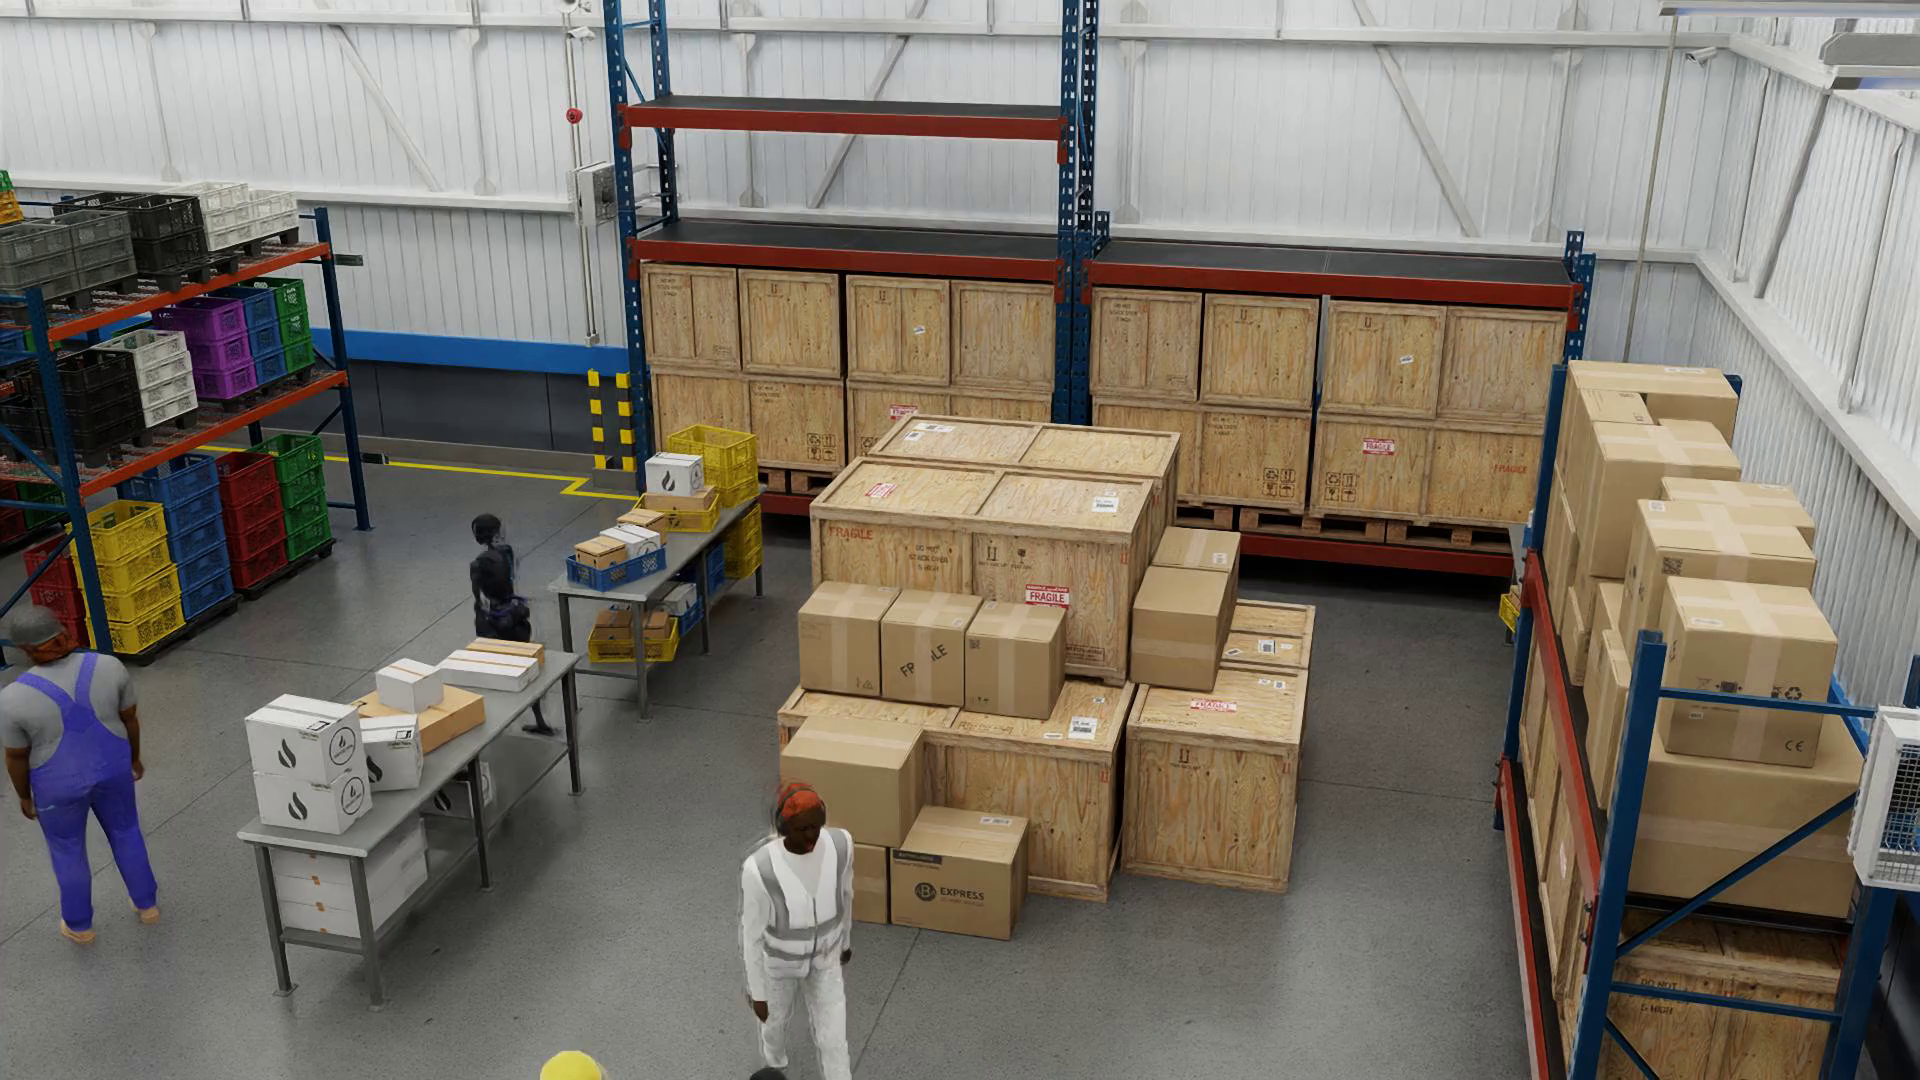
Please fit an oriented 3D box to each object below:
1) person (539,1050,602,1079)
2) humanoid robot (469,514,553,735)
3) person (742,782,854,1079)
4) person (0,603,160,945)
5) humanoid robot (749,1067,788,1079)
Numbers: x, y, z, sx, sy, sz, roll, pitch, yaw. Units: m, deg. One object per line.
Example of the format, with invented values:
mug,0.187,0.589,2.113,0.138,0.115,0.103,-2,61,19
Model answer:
person,-1.339,2.652,5.850,0.905,1.872,0.598,9,23,23
humanoid robot,-3.223,0.596,11.559,0.759,1.622,0.621,8,22,19
person,-0.729,1.958,7.729,0.593,1.829,0.982,-11,23,-26
person,-4.914,1.270,9.246,0.683,2.000,0.536,-20,28,-41
humanoid robot,-0.606,2.702,6.089,0.595,1.635,0.795,-11,24,-27
